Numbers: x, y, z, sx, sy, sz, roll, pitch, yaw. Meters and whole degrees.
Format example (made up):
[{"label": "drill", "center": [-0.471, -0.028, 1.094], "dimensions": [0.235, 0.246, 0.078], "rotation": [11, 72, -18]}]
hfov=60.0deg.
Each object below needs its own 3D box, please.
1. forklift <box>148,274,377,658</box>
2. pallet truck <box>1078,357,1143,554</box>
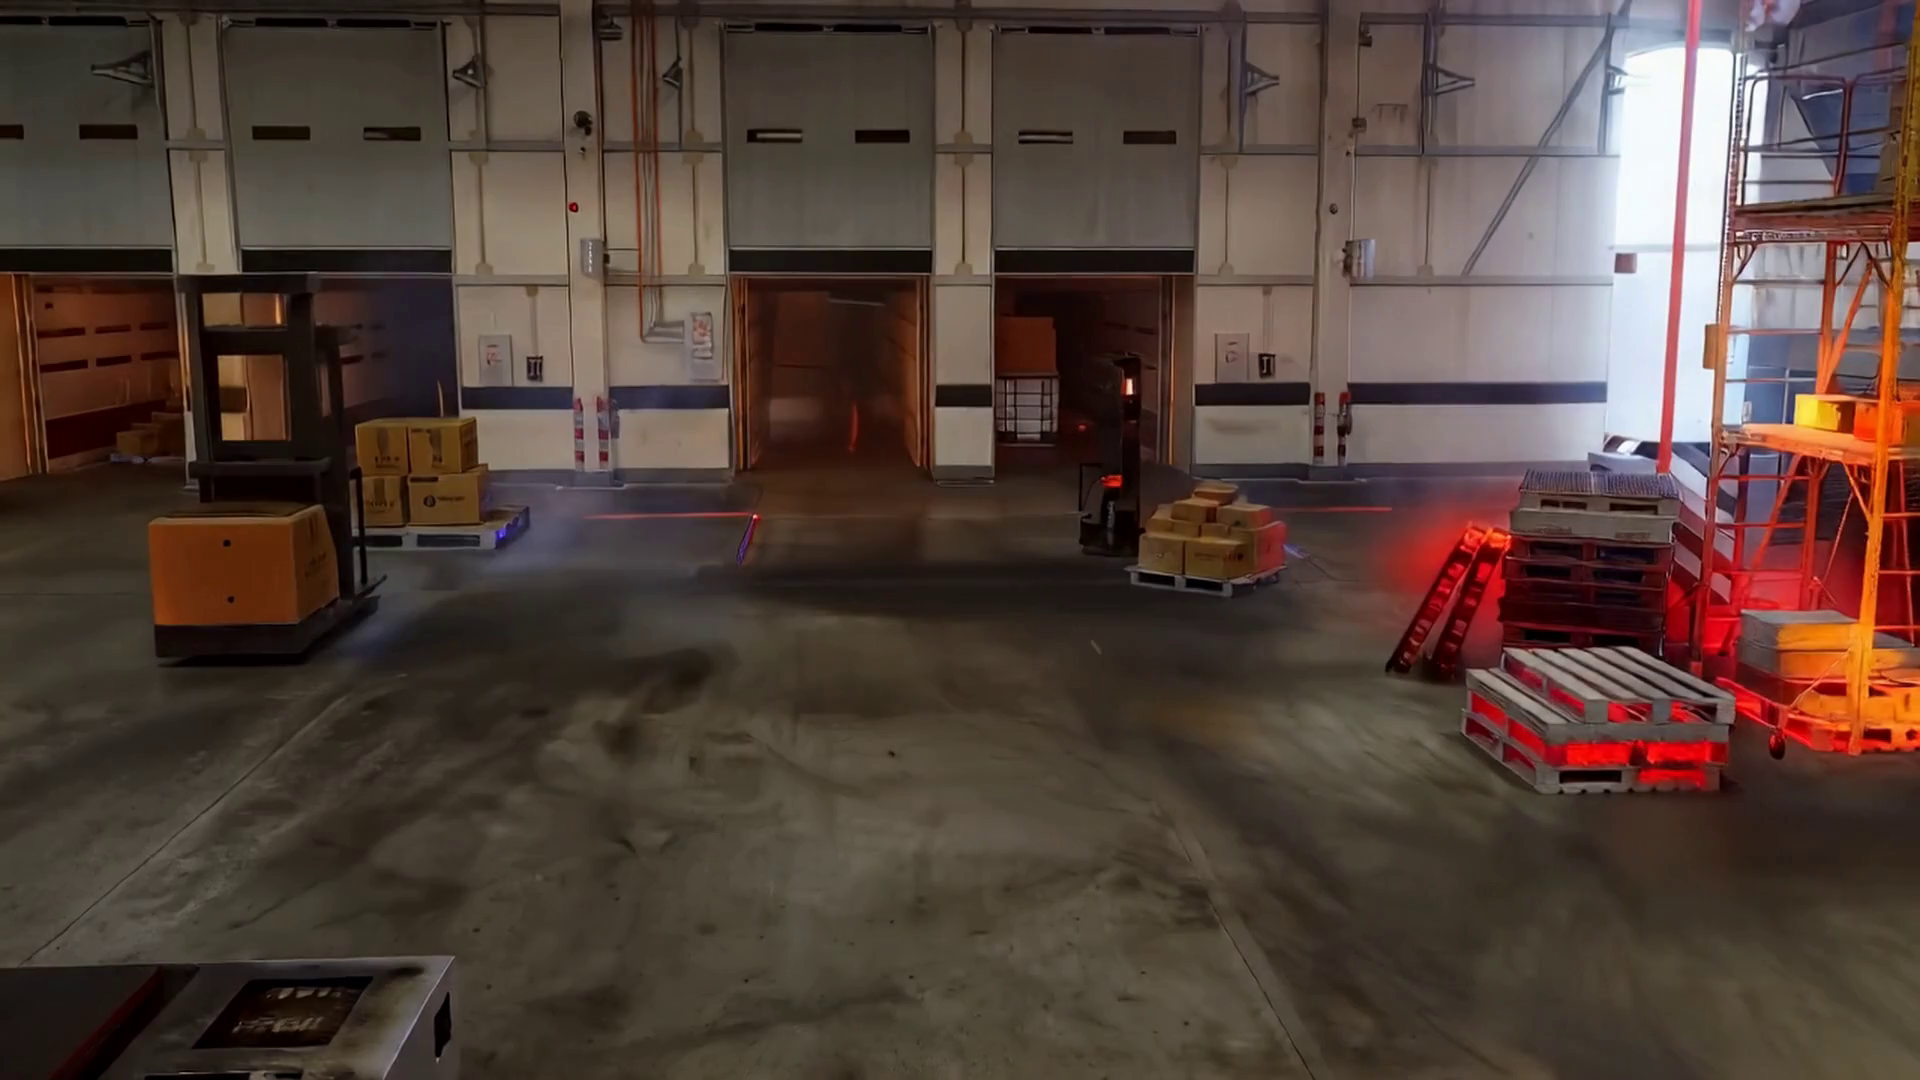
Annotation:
[{"label": "forklift", "center": [-5.348, -0.627, 12.681], "dimensions": [1.129, 2.768, 1.873], "rotation": [-1, 9, -4]}, {"label": "pallet truck", "center": [2.088, -0.836, 16.757], "dimensions": [1.885, 1.965, 0.823], "rotation": [2, 9, 13]}]
